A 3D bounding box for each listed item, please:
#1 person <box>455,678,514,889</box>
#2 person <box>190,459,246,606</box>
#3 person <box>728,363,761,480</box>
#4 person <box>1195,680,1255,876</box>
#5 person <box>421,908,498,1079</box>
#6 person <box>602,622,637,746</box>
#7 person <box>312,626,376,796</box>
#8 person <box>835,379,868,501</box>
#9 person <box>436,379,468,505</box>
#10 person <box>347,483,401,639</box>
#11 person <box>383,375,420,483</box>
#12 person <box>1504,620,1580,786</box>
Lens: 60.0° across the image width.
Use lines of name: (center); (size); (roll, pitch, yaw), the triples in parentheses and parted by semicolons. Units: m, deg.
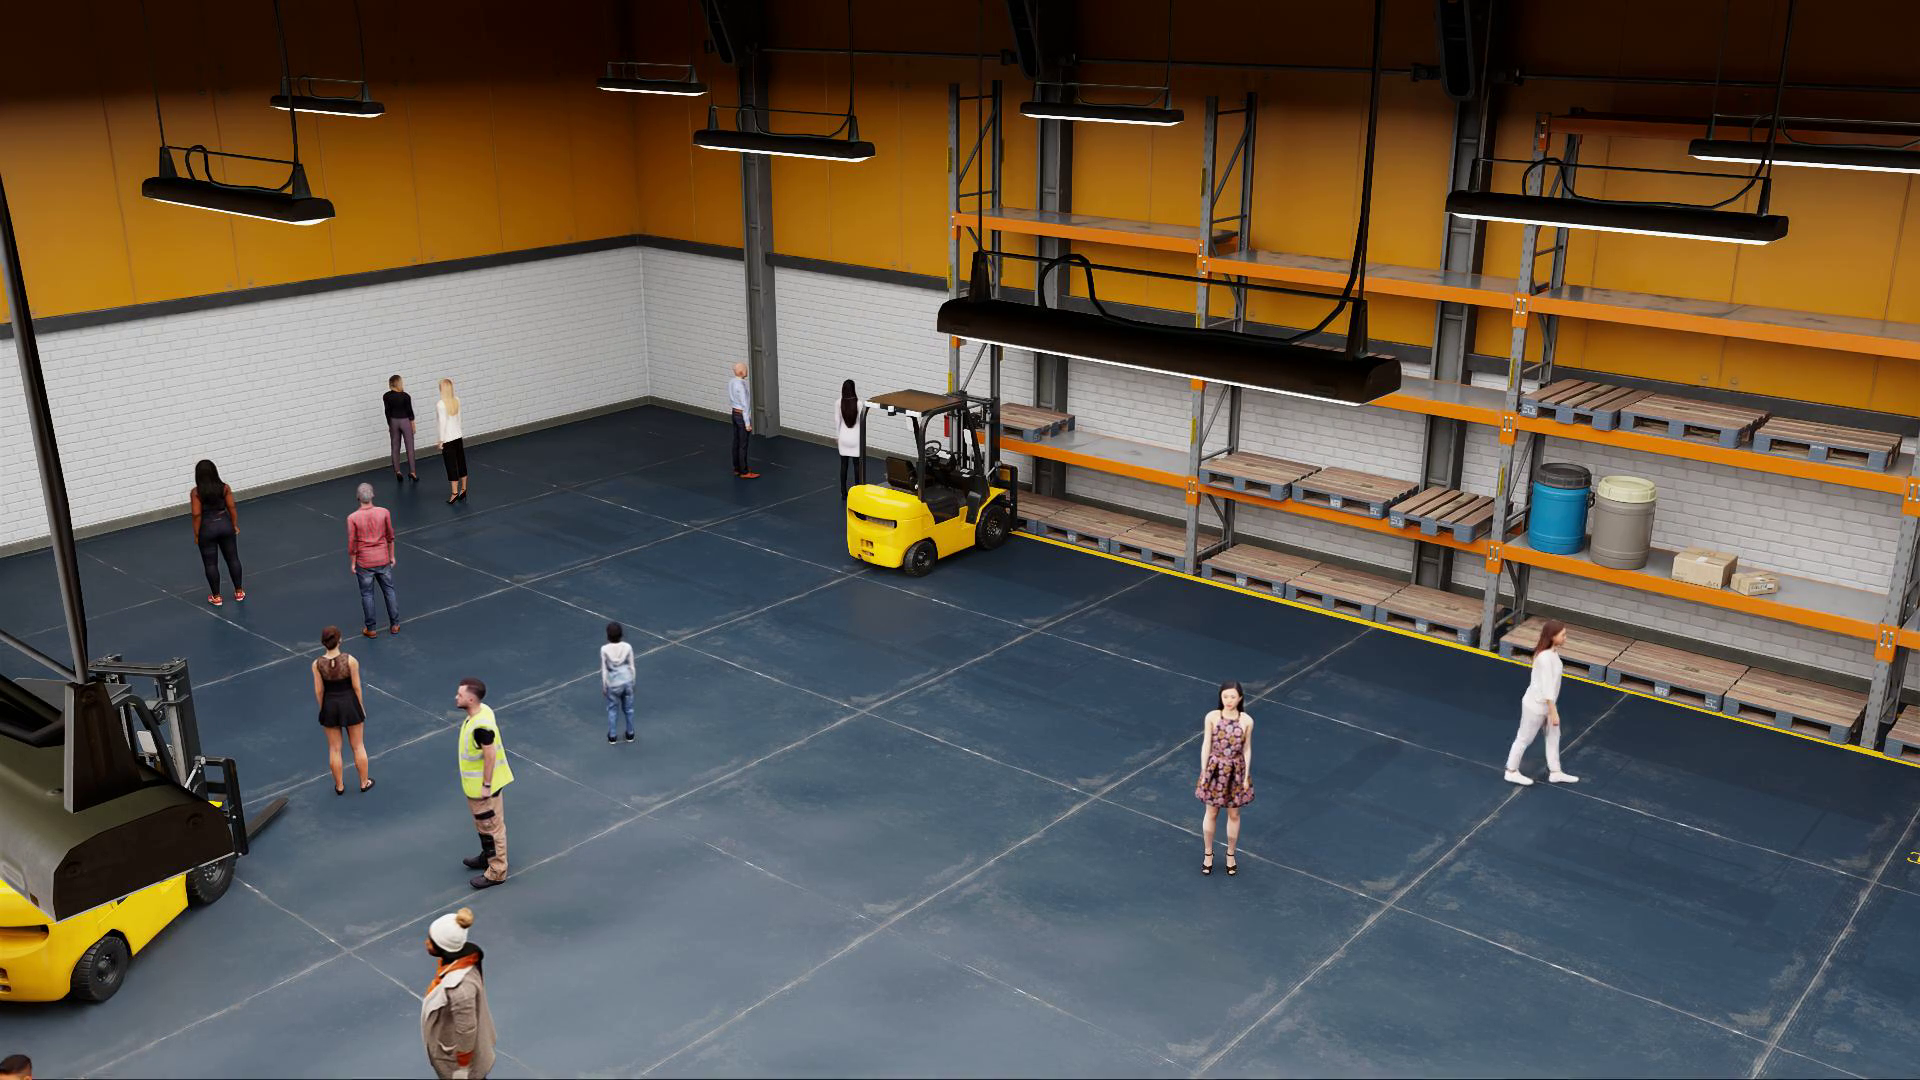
person: (-4.028, 2.010, 13.996); (0.901, 1.845, 0.815); (-7, 20, -19)
person: (-9.110, -0.112, 20.344); (0.734, 1.815, 0.693); (-13, 23, -35)
person: (-3.354, -1.842, 25.519); (0.775, 1.791, 0.622); (-11, 21, -29)
person: (2.249, 2.013, 14.097); (0.781, 1.775, 0.859); (2, 19, 6)
person: (-3.122, 3.155, 10.532); (0.883, 1.887, 0.802); (-4, 19, -13)
person: (-3.421, 1.431, 16.639); (0.555, 1.256, 0.597); (-6, 20, -18)
person: (-5.789, 1.580, 15.542); (0.682, 1.673, 0.730); (-3, 19, -10)
person: (-1.616, -1.474, 24.400); (0.625, 1.808, 0.750); (4, 19, 11)
person: (-7.411, -1.442, 24.224); (0.624, 1.859, 0.666); (7, 20, 21)
person: (-6.818, 0.226, 19.316); (0.745, 1.831, 0.649); (-12, 22, -32)
person: (-8.494, -1.692, 25.261); (0.644, 1.672, 0.733); (1, 19, 3)
person: (5.381, 1.541, 15.673); (0.933, 1.664, 0.725); (11, 21, 29)
